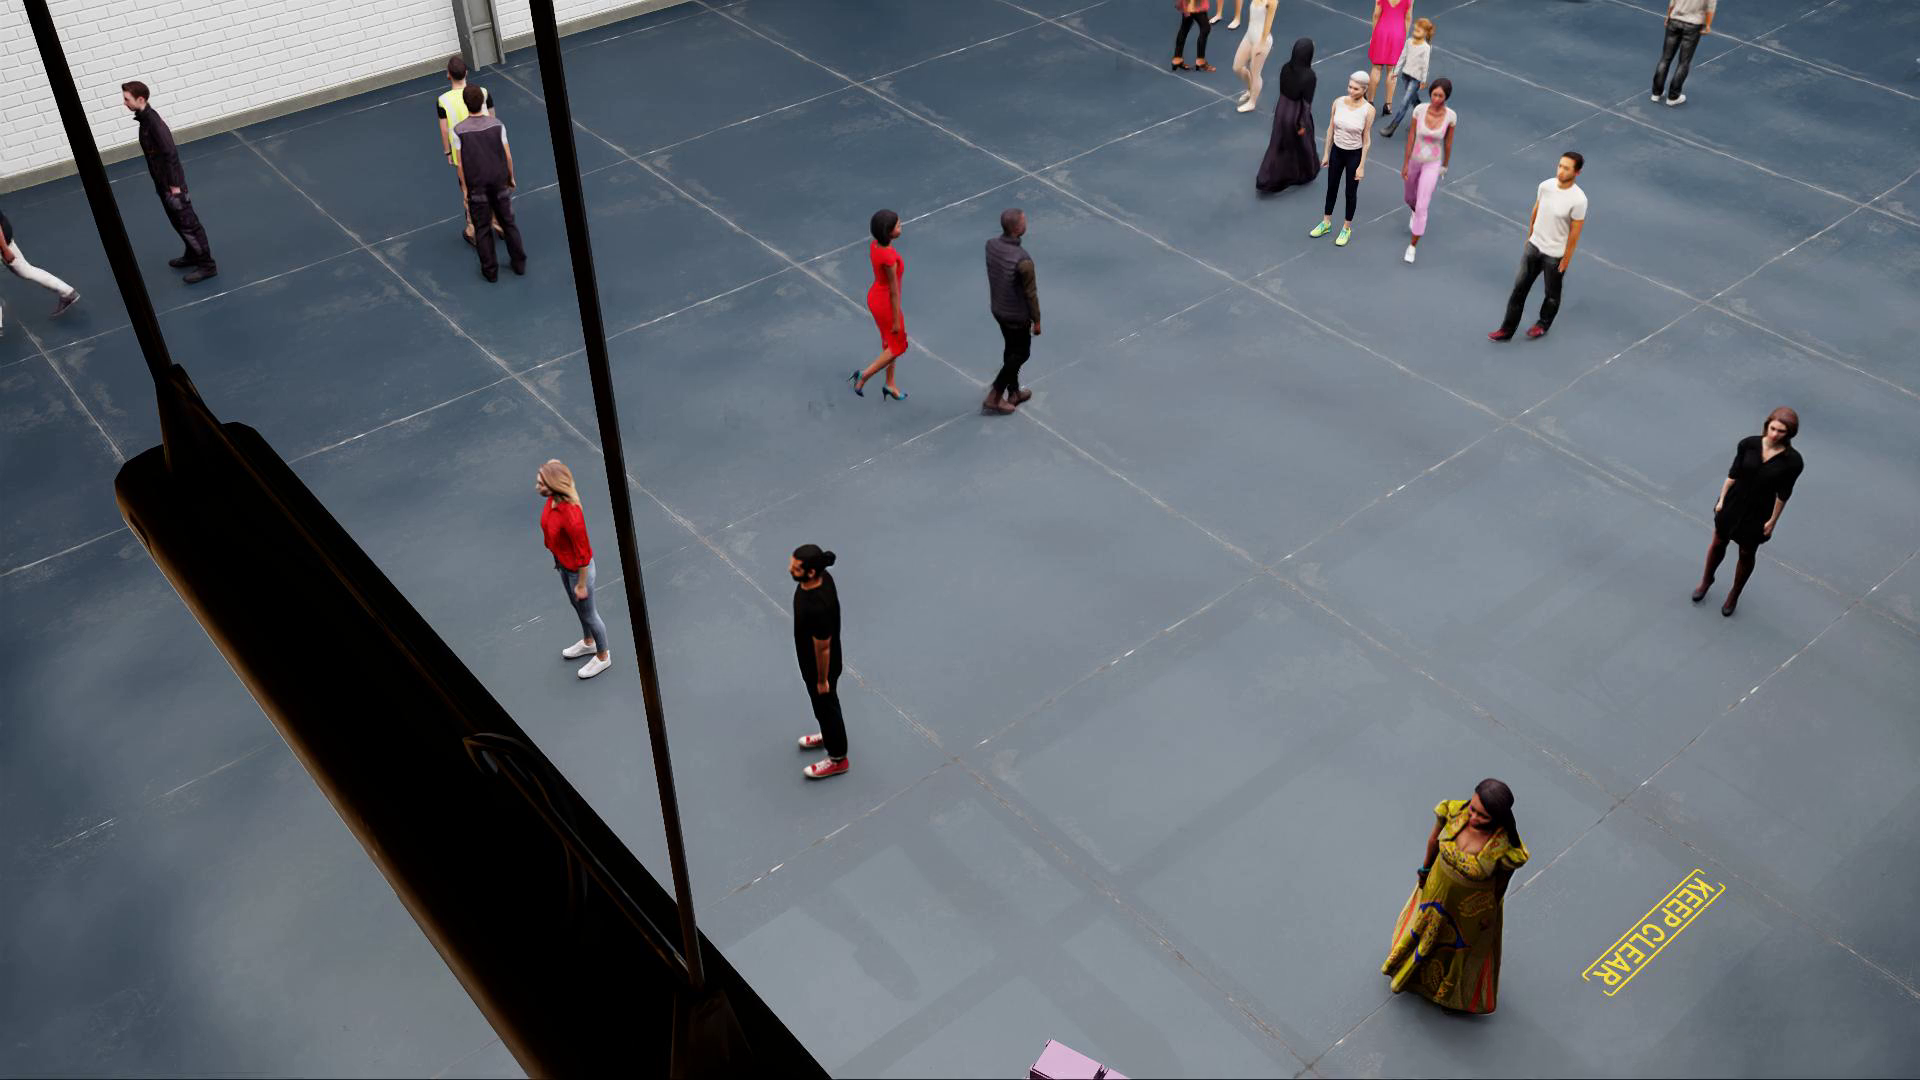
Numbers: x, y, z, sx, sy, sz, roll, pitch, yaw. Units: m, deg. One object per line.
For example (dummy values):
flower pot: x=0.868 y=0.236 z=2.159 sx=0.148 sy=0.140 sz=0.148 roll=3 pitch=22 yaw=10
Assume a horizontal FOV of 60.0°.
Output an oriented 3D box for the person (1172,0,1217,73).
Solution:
person: x=2.587 y=-6.158 z=18.957 sx=0.906 sy=1.686 sz=0.847 roll=3 pitch=39 yaw=4

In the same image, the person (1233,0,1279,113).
person: x=3.310 y=-5.432 z=18.100 sx=0.628 sy=1.620 sz=0.609 roll=-18 pitch=42 yaw=-22

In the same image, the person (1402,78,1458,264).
person: x=4.368 y=-3.548 z=15.670 sx=0.871 sy=1.709 sz=1.164 roll=16 pitch=41 yaw=19

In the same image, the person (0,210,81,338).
person: x=-8.305 y=-2.624 z=14.468 sx=1.230 sy=1.765 sz=0.705 roll=-25 pitch=45 yaw=-28

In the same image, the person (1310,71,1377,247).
person: x=3.679 y=-3.649 z=15.798 sx=0.633 sy=1.707 sz=0.583 roll=28 pitch=46 yaw=30

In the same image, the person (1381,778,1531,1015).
person: x=2.695 y=1.875 z=8.919 sx=0.894 sy=1.661 sz=0.822 roll=29 pitch=47 yaw=31

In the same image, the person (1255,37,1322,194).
person: x=3.265 y=-4.222 z=16.598 sx=1.076 sy=1.605 sz=0.619 roll=-30 pitch=47 yaw=-32

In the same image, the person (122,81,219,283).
person: x=-7.236 y=-3.291 z=15.187 sx=0.566 sy=1.911 sz=0.688 roll=-26 pitch=45 yaw=-28

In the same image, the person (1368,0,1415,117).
person: x=4.658 y=-5.463 z=18.055 sx=0.655 sy=1.726 sz=0.676 roll=14 pitch=41 yaw=17

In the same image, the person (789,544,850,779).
person: x=-0.859 y=0.723 z=10.286 sx=0.690 sy=1.755 sz=0.697 roll=-8 pitch=39 yaw=-10

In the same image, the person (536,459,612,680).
person: x=-2.551 y=0.178 z=11.008 sx=0.532 sy=1.704 sz=0.637 roll=-23 pitch=44 yaw=-26

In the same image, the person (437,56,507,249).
person: x=-4.602 y=-3.665 z=15.710 sx=0.663 sy=1.842 sz=0.787 roll=-22 pitch=44 yaw=-25

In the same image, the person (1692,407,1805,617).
person: x=5.451 y=-0.213 z=11.501 sx=0.606 sy=1.701 sz=0.527 roll=29 pitch=47 yaw=31

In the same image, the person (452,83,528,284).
person: x=-4.305 y=-3.248 z=15.188 sx=0.615 sy=1.842 sz=0.763 roll=-18 pitch=42 yaw=-21

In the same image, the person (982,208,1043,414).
person: x=0.392 y=-1.834 z=13.425 sx=0.747 sy=1.832 sz=0.738 roll=-22 pitch=43 yaw=-25

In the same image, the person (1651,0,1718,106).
person: x=7.978 y=-5.683 z=18.266 sx=0.673 sy=1.806 sz=0.593 roll=26 pitch=45 yaw=29

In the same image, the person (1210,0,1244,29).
person: x=3.273 y=-7.061 z=20.053 sx=0.613 sy=1.730 sz=0.560 roll=28 pitch=46 yaw=31

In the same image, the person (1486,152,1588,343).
person: x=5.143 y=-2.531 z=14.335 sx=0.922 sy=1.786 sz=0.651 roll=-28 pitch=46 yaw=-30

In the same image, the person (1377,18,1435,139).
person: x=4.884 y=-4.936 z=17.751 sx=0.957 sy=1.282 sz=0.590 roll=-19 pitch=43 yaw=-23

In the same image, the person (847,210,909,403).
person: x=-0.680 y=-1.852 z=13.533 sx=0.848 sy=1.726 sz=0.721 roll=-12 pitch=40 yaw=-15
